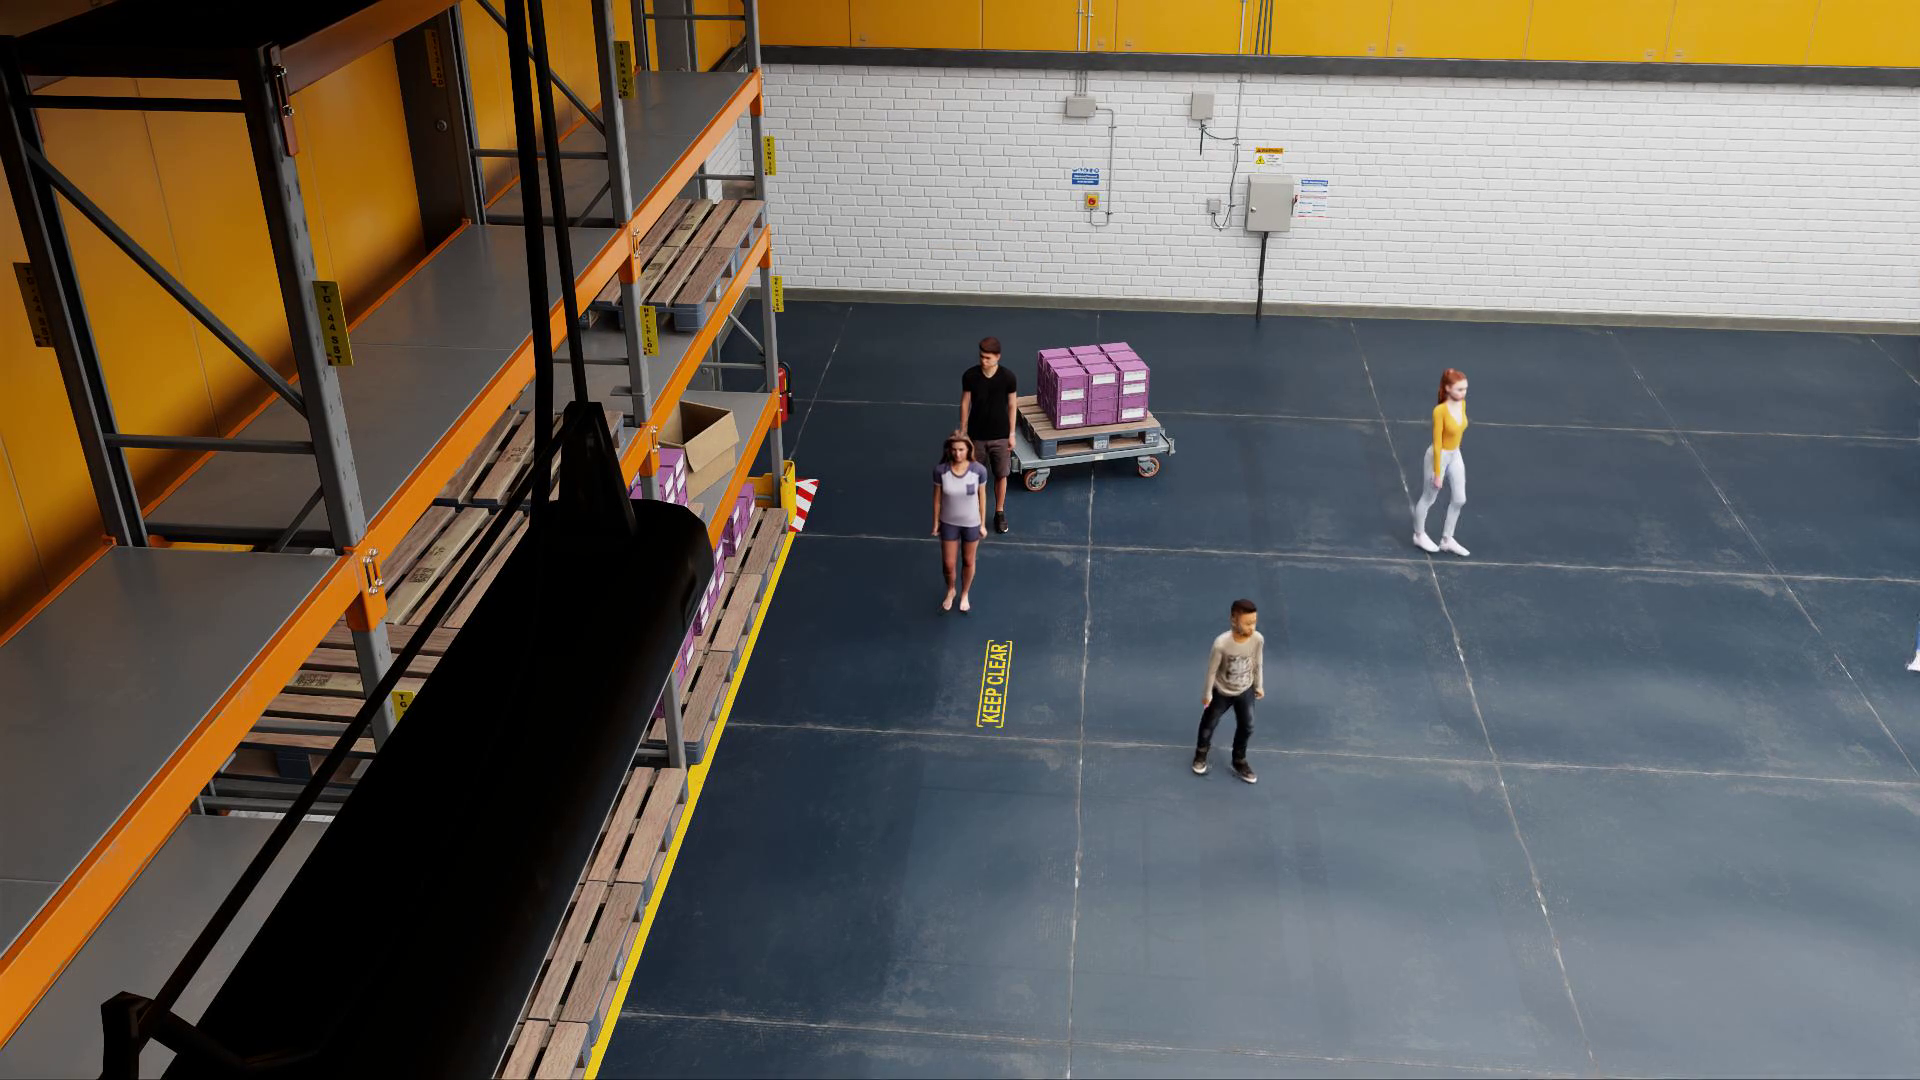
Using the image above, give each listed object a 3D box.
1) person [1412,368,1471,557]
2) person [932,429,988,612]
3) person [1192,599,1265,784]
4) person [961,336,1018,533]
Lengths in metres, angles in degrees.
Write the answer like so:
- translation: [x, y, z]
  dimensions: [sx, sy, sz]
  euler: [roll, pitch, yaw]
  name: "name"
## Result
- translation: [4.126, -0.697, 14.496]
  dimensions: [0.849, 1.735, 0.912]
  euler: [-21, 35, -33]
  name: "person"
- translation: [0.012, -0.155, 13.533]
  dimensions: [0.606, 1.706, 0.623]
  euler: [2, 29, 3]
  name: "person"
- translation: [1.896, 1.014, 11.665]
  dimensions: [0.746, 1.443, 0.799]
  euler: [-3, 29, -6]
  name: "person"
- translation: [0.265, -0.965, 14.857]
  dimensions: [0.661, 1.860, 0.570]
  euler: [3, 29, 6]
  name: "person"
